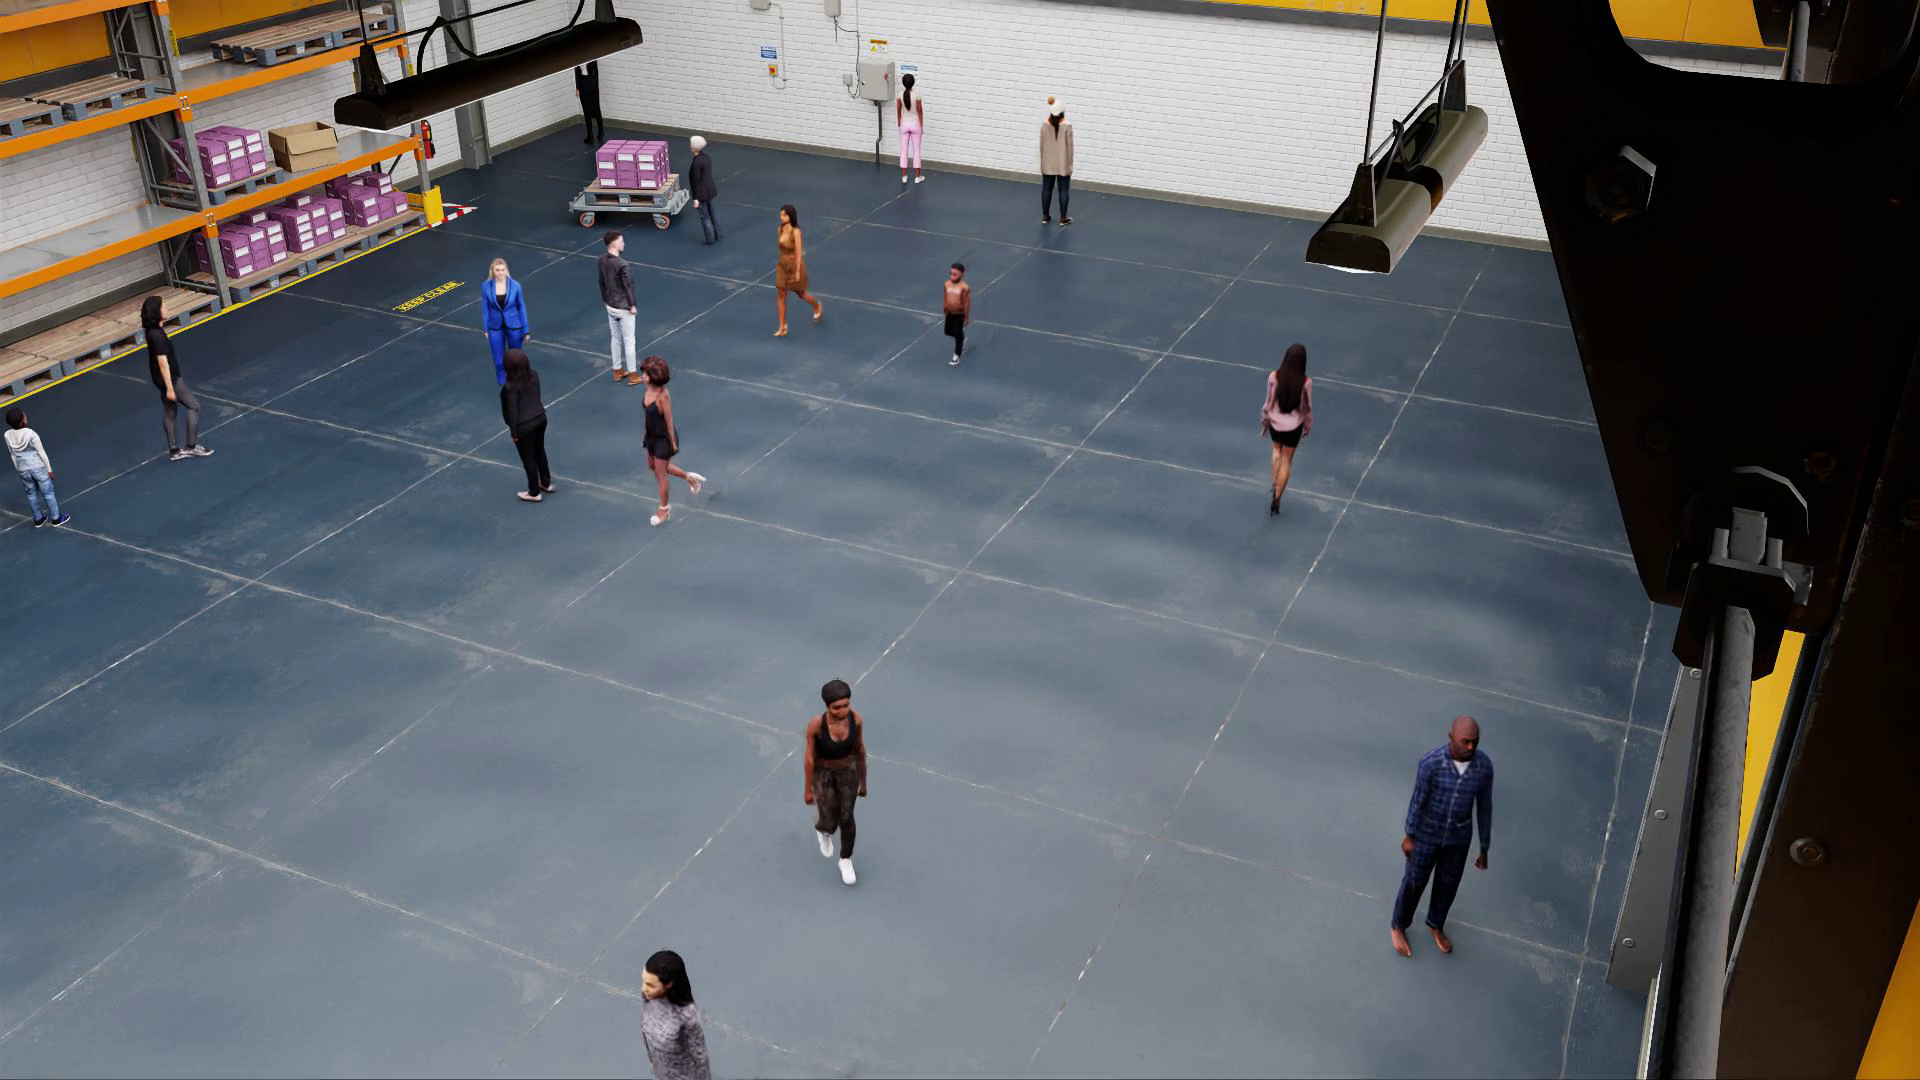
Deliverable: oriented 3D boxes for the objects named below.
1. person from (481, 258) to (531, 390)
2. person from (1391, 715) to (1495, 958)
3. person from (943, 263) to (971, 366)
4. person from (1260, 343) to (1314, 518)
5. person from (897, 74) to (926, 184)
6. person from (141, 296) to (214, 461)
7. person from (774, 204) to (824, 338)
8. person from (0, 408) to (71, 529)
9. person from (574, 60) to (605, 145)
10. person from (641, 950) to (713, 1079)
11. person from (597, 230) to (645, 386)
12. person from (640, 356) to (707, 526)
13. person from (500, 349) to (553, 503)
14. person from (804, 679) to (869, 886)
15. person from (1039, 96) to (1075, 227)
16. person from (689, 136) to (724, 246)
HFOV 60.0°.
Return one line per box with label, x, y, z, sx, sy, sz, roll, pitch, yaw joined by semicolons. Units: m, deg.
person;-5.181;-2.424;19.005;0.798;1.691;0.843;-6;29;-10
person;3.174;1.893;10.965;0.814;1.811;0.821;0;29;0
person;-0.011;-2.759;20.084;0.533;1.246;0.681;14;32;24
person;3.190;-1.041;16.367;0.656;1.790;0.731;11;30;19
person;-0.795;-6.589;26.590;0.622;1.740;0.577;6;29;11
person;-8.424;-1.679;17.501;0.819;1.823;0.789;-19;34;-31
person;-2.035;-3.379;20.787;0.765;1.662;1.100;22;36;35
person;-9.109;-0.714;16.320;0.556;1.261;0.593;0;29;-1
person;-6.397;-7.755;28.685;0.622;1.780;0.743;-20;35;-33
person;-1.483;2.902;9.223;0.811;1.709;1.115;22;36;35
person;-3.966;-2.706;19.371;0.699;1.836;0.624;20;34;32
person;-2.861;-1.000;16.313;0.975;1.770;0.816;-20;34;-32
person;-4.360;-1.173;16.791;0.694;1.616;0.573;10;30;18
person;-0.889;1.633;11.584;0.820;1.676;0.883;-11;31;-19
person;1.423;-5.630;24.673;0.660;1.892;0.637;13;31;22
person;-3.650;-4.965;24.030;0.703;1.770;0.614;11;31;20
